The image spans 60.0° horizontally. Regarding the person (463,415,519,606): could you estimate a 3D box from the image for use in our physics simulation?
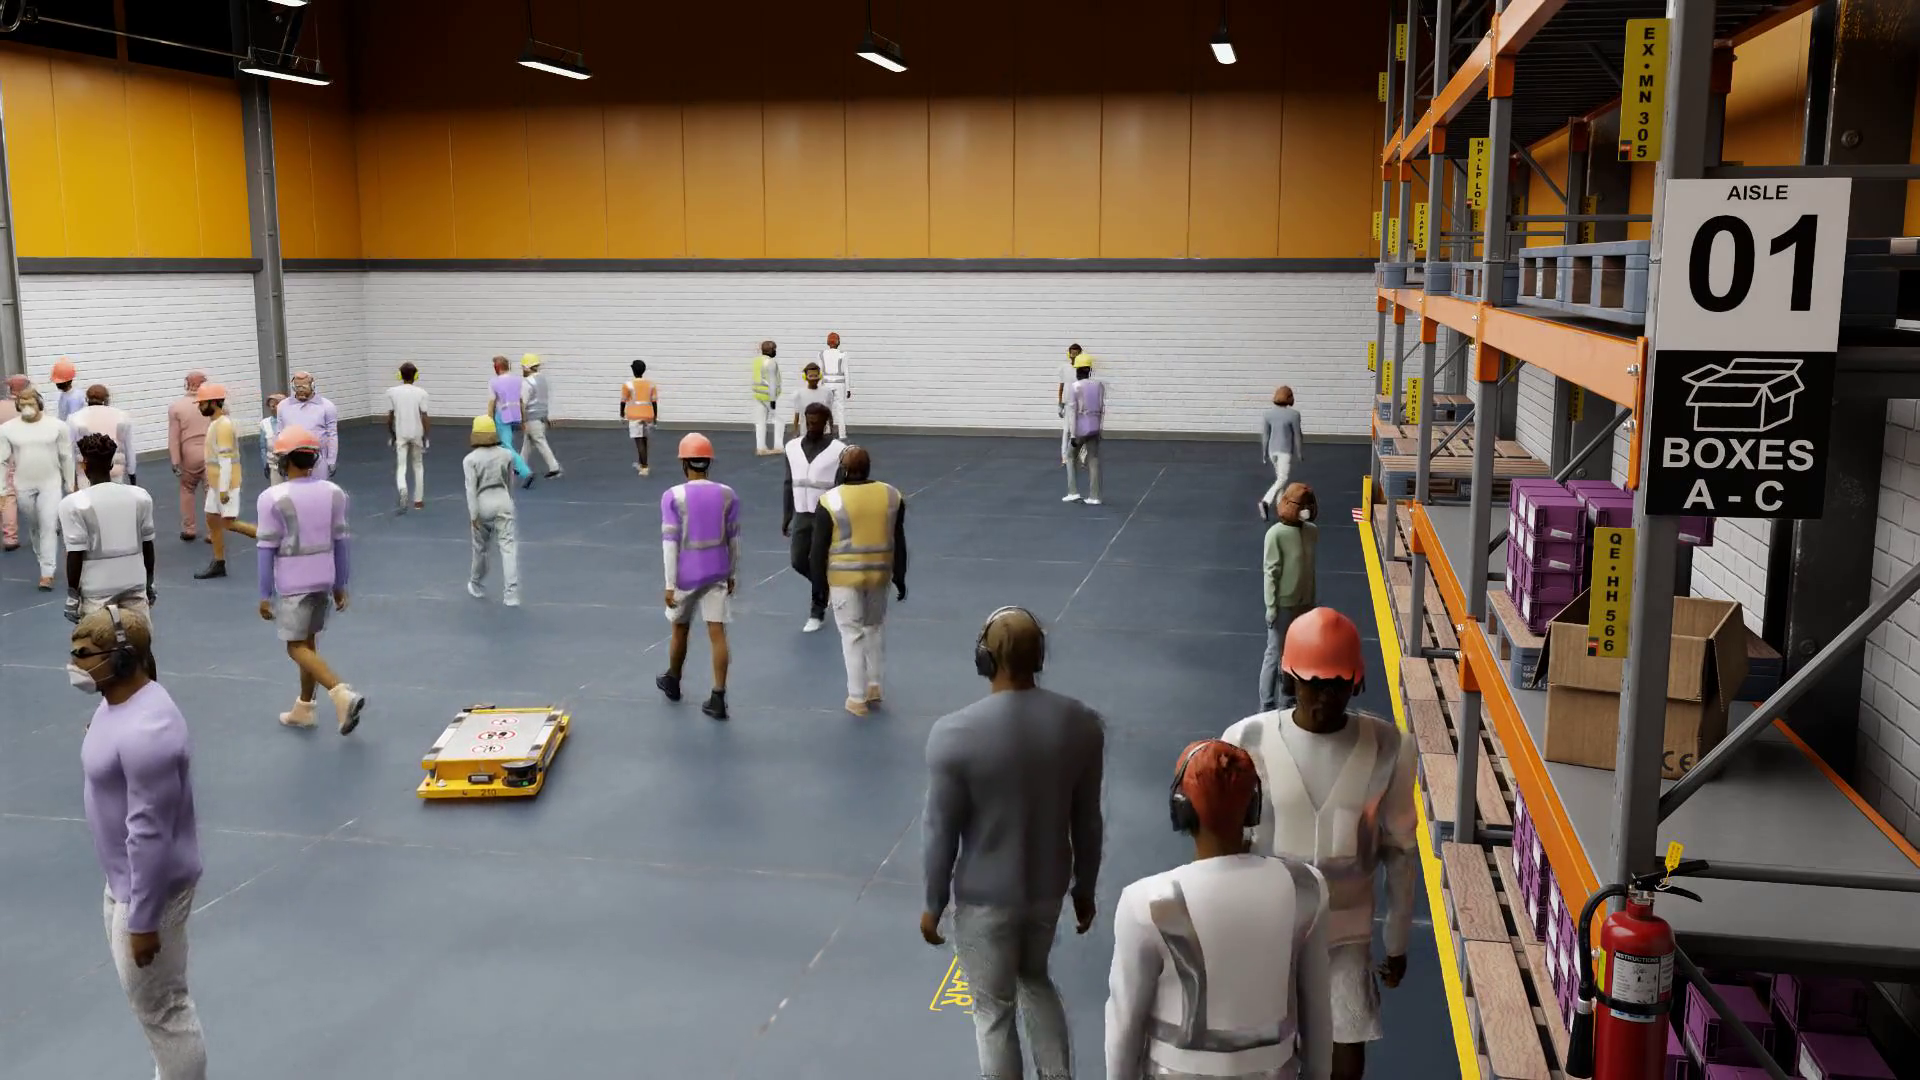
[{"bbox_3d":[-4.210,-0.273,14.911,0.483,1.692,0.922,-6,11,-33],"label":"person"}]

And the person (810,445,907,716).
[{"bbox_3d":[-0.709,0.265,11.252,0.659,1.825,0.537,-5,10,-25],"label":"person"}]

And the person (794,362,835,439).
[{"bbox_3d":[-1.745,-1.219,20.115,0.576,1.852,0.472,-4,10,-20],"label":"person"}]

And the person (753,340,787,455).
[{"bbox_3d":[-2.965,-2.260,26.476,0.660,1.821,0.661,-6,11,-33],"label":"person"}]

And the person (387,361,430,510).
[{"bbox_3d":[-6.775,-1.268,20.418,0.517,1.853,0.703,-2,10,-13],"label":"person"}]

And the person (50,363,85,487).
[{"bbox_3d":[-10.486,-1.154,19.645,0.370,1.900,0.705,-6,11,-32],"label":"person"}]

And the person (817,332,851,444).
[{"bbox_3d":[-2.122,-2.566,28.135,0.574,1.887,0.355,2,10,14],"label":"person"}]

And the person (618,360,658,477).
[{"bbox_3d":[-4.653,-1.755,23.942,0.539,1.655,0.820,-7,12,-37],"label":"person"}]

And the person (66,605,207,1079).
[{"bbox_3d":[-2.716,1.166,5.534,0.364,1.934,0.632,-6,11,-32],"label":"person"}]

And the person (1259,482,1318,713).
[{"bbox_3d":[2.160,0.434,10.824,0.507,1.631,0.276,-8,12,-40],"label":"person"}]

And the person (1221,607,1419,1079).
[{"bbox_3d":[1.097,1.174,5.208,0.613,2.024,0.609,1,10,8],"label":"person"}]

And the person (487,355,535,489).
[{"bbox_3d":[-6.109,-1.604,22.581,0.868,1.809,0.558,5,11,28],"label":"person"}]

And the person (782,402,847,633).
[{"bbox_3d":[-1.182,-0.212,13.883,0.614,1.903,0.645,4,10,21],"label":"person"}]

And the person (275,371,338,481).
[{"bbox_3d":[-6.967,-0.848,17.742,0.641,1.905,0.410,-1,9,-7],"label":"person"}]

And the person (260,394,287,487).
[{"bbox_3d":[-7.413,-0.791,18.256,0.519,1.618,0.339,1,10,7],"label":"person"}]

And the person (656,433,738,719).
[{"bbox_3d":[-1.801,0.216,11.336,0.575,1.890,0.949,-5,11,-29],"label":"person"}]

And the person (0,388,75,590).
[{"bbox_3d":[-8.699,-0.491,15.660,0.651,1.886,1.042,-4,10,-21],"label":"person"}]

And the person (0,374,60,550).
[{"bbox_3d":[-10.069,-0.848,17.891,0.661,1.855,1.018,-2,10,-11],"label":"person"}]

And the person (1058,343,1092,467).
[{"bbox_3d":[1.725,-2.019,24.942,0.506,1.859,0.345,1,9,7],"label":"person"}]

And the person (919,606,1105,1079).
[{"bbox_3d":[0.159,1.168,5.549,0.628,1.926,0.425,-5,11,-28],"label":"person"}]

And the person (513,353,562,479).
[{"bbox_3d":[-6.037,-1.748,23.536,0.938,1.787,0.604,2,10,12],"label":"person"}]

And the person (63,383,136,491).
[{"bbox_3d":[-8.805,-0.686,17.017,0.706,1.820,0.497,-8,12,-39],"label":"person"}]

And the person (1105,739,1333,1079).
[{"bbox_3d":[0.651,1.419,4.196,0.574,1.869,0.457,-4,10,-21],"label":"person"}]

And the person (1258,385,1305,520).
[{"bbox_3d":[3.769,-1.036,19.751,0.738,1.605,0.500,-8,12,-39],"label":"person"}]

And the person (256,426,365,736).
[{"bbox_3d":[-4.141,0.280,10.660,0.848,2.014,0.615,6,11,31],"label":"person"}]

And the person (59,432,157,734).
[{"bbox_3d":[-5.462,0.289,10.695,0.363,1.963,0.612,6,11,31],"label":"person"}]

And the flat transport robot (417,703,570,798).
[{"bbox_3d":[-2.783,1.246,10.025,0.652,0.197,1.431,-1,9,-5],"label":"flat transport robot"}]

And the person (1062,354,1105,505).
[{"bbox_3d":[1.551,-1.398,21.063,0.606,1.904,0.685,-5,11,-30],"label":"person"}]

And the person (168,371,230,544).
[{"bbox_3d":[-8.309,-0.907,18.158,0.659,1.876,0.808,-7,11,-35],"label":"person"}]

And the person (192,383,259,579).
[{"bbox_3d":[-7.044,-0.577,16.129,0.765,1.907,0.544,-8,12,-38],"label":"person"}]
